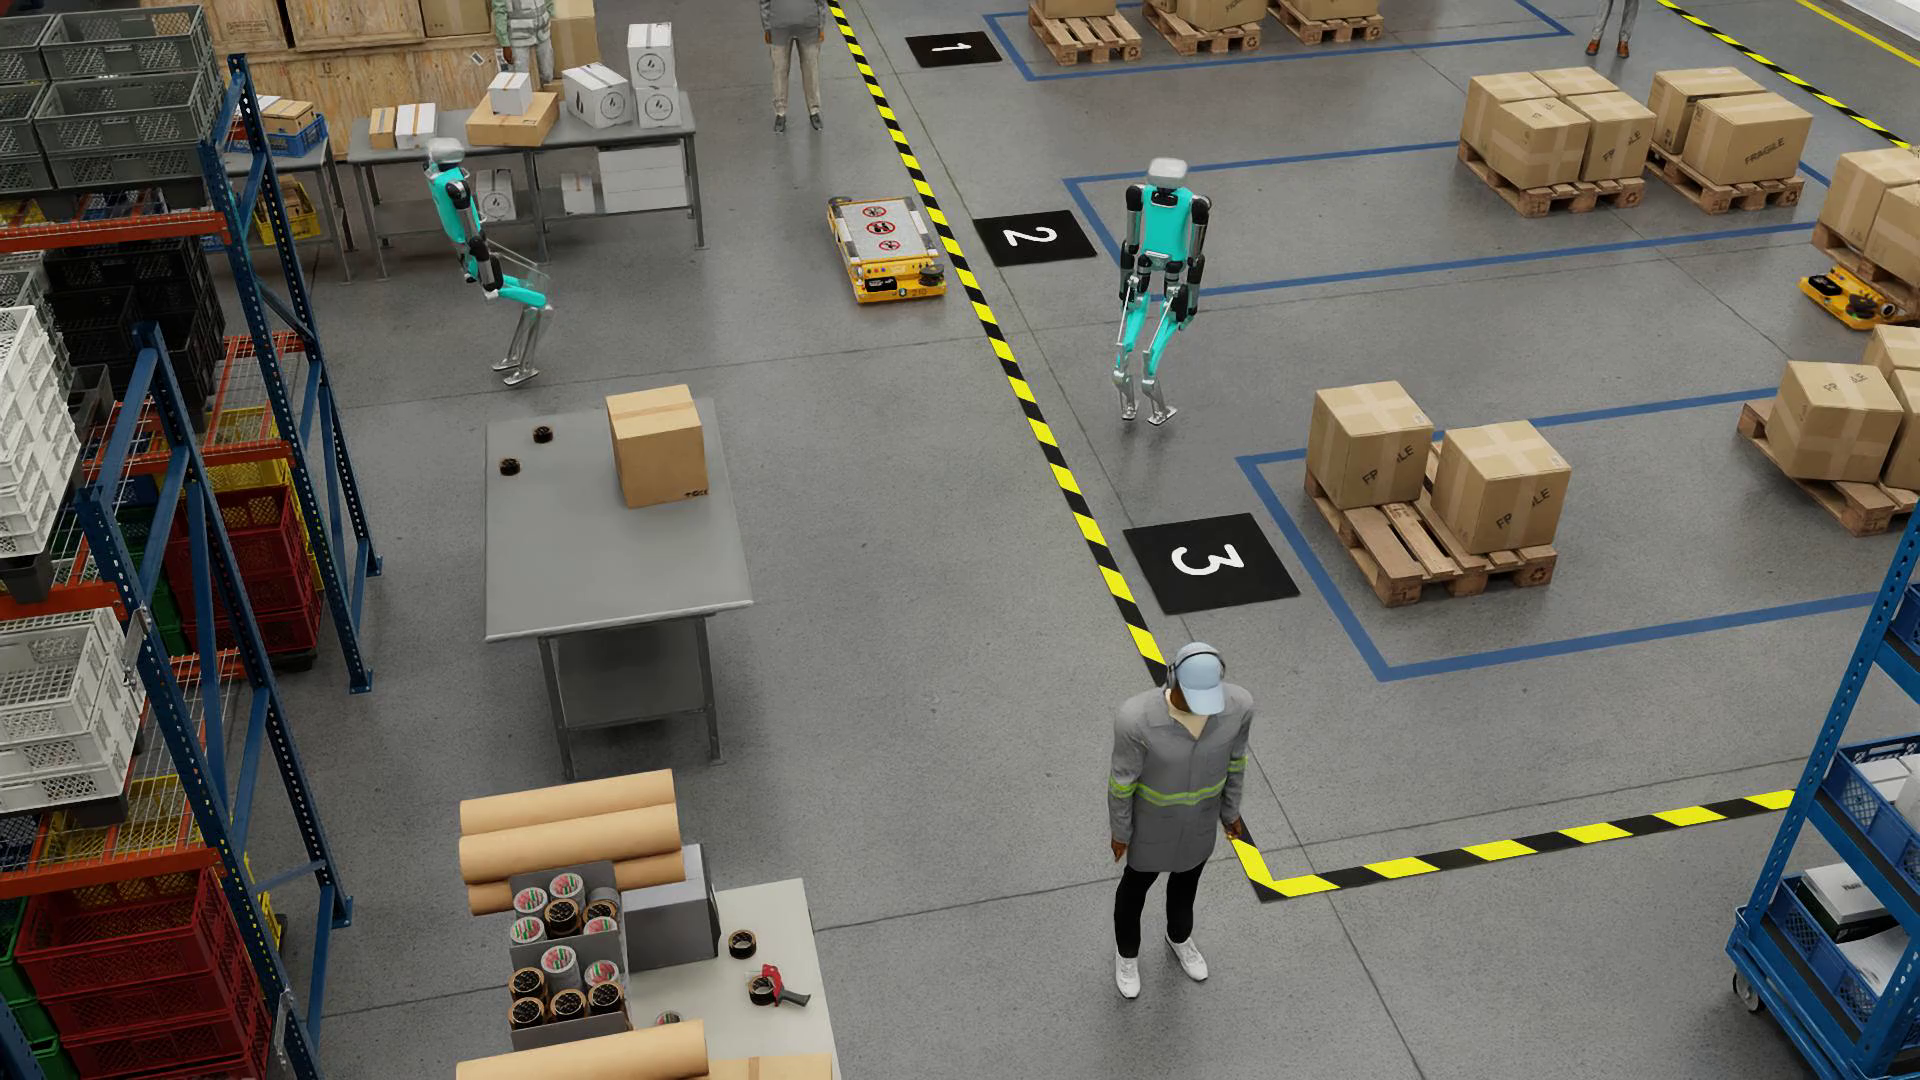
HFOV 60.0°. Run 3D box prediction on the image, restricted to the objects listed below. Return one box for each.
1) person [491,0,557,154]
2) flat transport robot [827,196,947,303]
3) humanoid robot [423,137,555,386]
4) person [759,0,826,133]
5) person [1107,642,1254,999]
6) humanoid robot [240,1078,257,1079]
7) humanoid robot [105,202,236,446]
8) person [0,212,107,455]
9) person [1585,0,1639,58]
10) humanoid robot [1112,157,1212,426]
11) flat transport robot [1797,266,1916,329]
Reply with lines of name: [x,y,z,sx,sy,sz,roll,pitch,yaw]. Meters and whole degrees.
person: [-3.571,-4.183,13.780,0.412,1.939,0.602,25,43,29]
flat transport robot: [-0.570,-2.220,12.538,0.659,0.231,1.431,-8,37,-10]
humanoid robot: [-2.943,-1.821,10.680,0.743,1.688,0.531,-22,42,-27]
person: [-1.416,-4.363,14.160,0.560,1.768,0.399,-6,37,-8]
person: [0.879,1.128,6.715,0.587,1.848,0.396,-9,38,-12]
humanoid robot: [-2.300,2.300,5.296,0.852,1.856,0.551,12,38,16]
humanoid robot: [-4.823,-1.296,10.110,0.609,1.647,0.311,17,40,21]
person: [-5.502,-1.176,9.823,0.404,1.834,0.590,16,40,21]
person: [6.282,-5.461,15.541,0.590,1.883,0.379,11,38,14]
humanoid robot: [1.140,-1.432,10.132,0.533,1.681,0.735,17,40,22]
flat transport robot: [6.891,-1.829,11.988,1.431,0.197,0.652,-8,37,-10]
